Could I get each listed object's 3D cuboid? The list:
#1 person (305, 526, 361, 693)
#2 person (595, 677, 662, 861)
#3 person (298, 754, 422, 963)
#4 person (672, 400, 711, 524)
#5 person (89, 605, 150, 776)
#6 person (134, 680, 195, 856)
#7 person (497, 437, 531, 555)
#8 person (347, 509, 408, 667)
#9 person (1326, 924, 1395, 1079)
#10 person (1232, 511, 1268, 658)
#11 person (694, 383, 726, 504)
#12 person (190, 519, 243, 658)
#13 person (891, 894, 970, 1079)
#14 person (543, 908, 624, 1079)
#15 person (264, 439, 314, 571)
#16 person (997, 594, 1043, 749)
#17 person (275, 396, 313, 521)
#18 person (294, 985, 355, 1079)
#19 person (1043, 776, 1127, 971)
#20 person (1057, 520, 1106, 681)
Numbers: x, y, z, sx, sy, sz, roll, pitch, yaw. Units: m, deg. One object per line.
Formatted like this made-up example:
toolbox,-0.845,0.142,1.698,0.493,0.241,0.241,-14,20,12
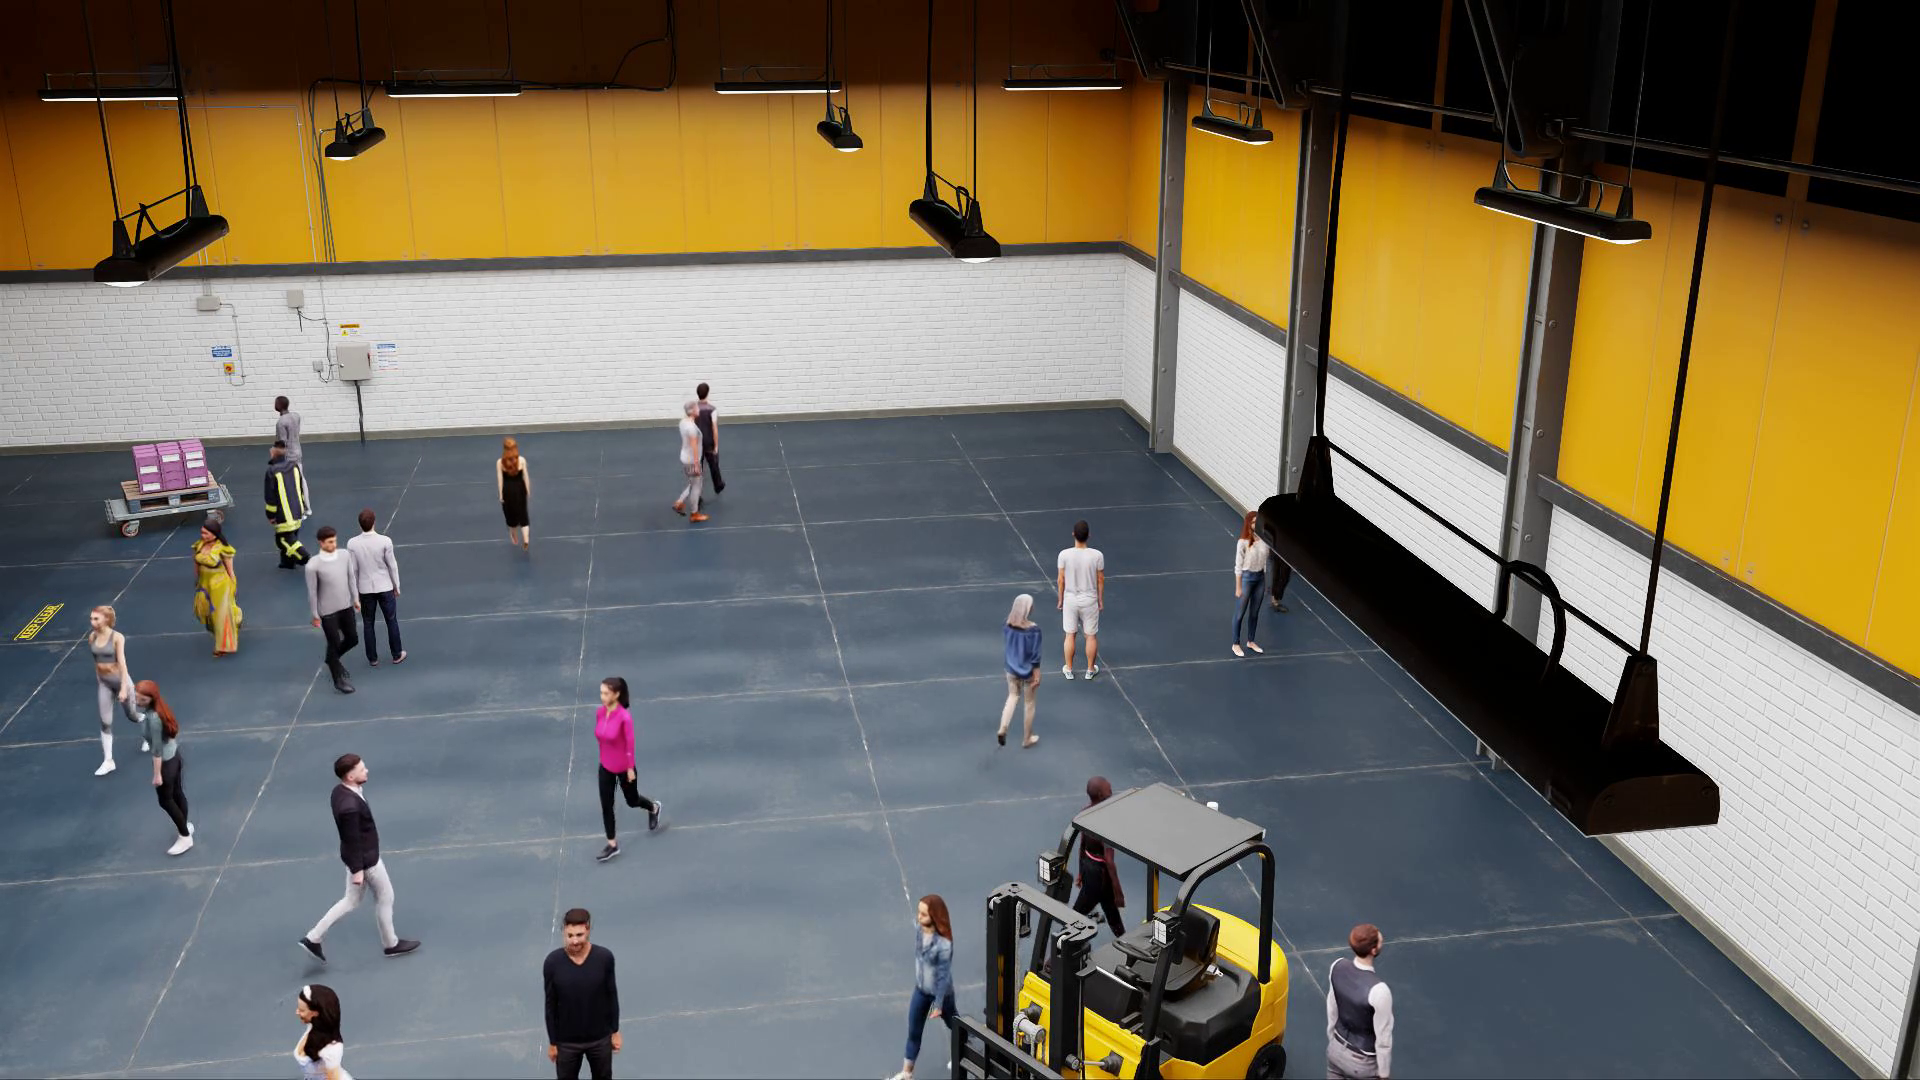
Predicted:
person,-6.986,0.731,18.423,1.062,1.904,1.003,14,23,35
person,-3.015,2.015,14.966,0.970,1.676,1.093,10,21,27
person,-4.843,2.554,13.147,0.971,1.815,1.166,-10,21,-27
person,-3.967,-1.122,24.062,0.863,1.816,0.789,-8,20,-23
person,-8.400,1.445,16.669,0.790,1.670,1.162,2,19,6
person,-7.124,1.996,14.956,0.846,1.719,0.469,-1,19,-2
person,-6.113,-0.602,22.854,0.688,1.601,1.044,-7,20,-20
person,-6.704,0.537,19.078,0.664,1.853,0.553,-3,19,-10
person,2.537,3.320,10.683,0.793,1.937,0.647,-11,21,-29
person,3.386,0.489,19.414,0.631,1.729,0.586,-8,20,-23
person,-3.883,-1.404,24.923,0.923,1.800,1.260,3,19,10
person,-8.655,0.516,19.470,0.934,1.642,1.076,4,19,12
person,-0.117,3.188,11.846,0.961,1.444,1.001,-16,24,-39
person,-2.486,3.258,10.972,0.644,1.870,0.566,-5,19,-13
person,-8.827,-0.407,21.910,1.116,1.835,1.115,8,20,22
person,0.581,1.366,16.880,0.884,1.685,0.955,11,22,30
person,-9.760,-1.212,24.297,0.809,1.836,0.595,2,19,6
person,-3.864,3.529,10.249,0.873,1.817,0.788,-12,22,-32
person,0.956,2.676,12.963,0.718,1.703,1.141,-5,19,-13
person,1.353,0.672,18.673,0.735,1.855,0.664,1,19,4
